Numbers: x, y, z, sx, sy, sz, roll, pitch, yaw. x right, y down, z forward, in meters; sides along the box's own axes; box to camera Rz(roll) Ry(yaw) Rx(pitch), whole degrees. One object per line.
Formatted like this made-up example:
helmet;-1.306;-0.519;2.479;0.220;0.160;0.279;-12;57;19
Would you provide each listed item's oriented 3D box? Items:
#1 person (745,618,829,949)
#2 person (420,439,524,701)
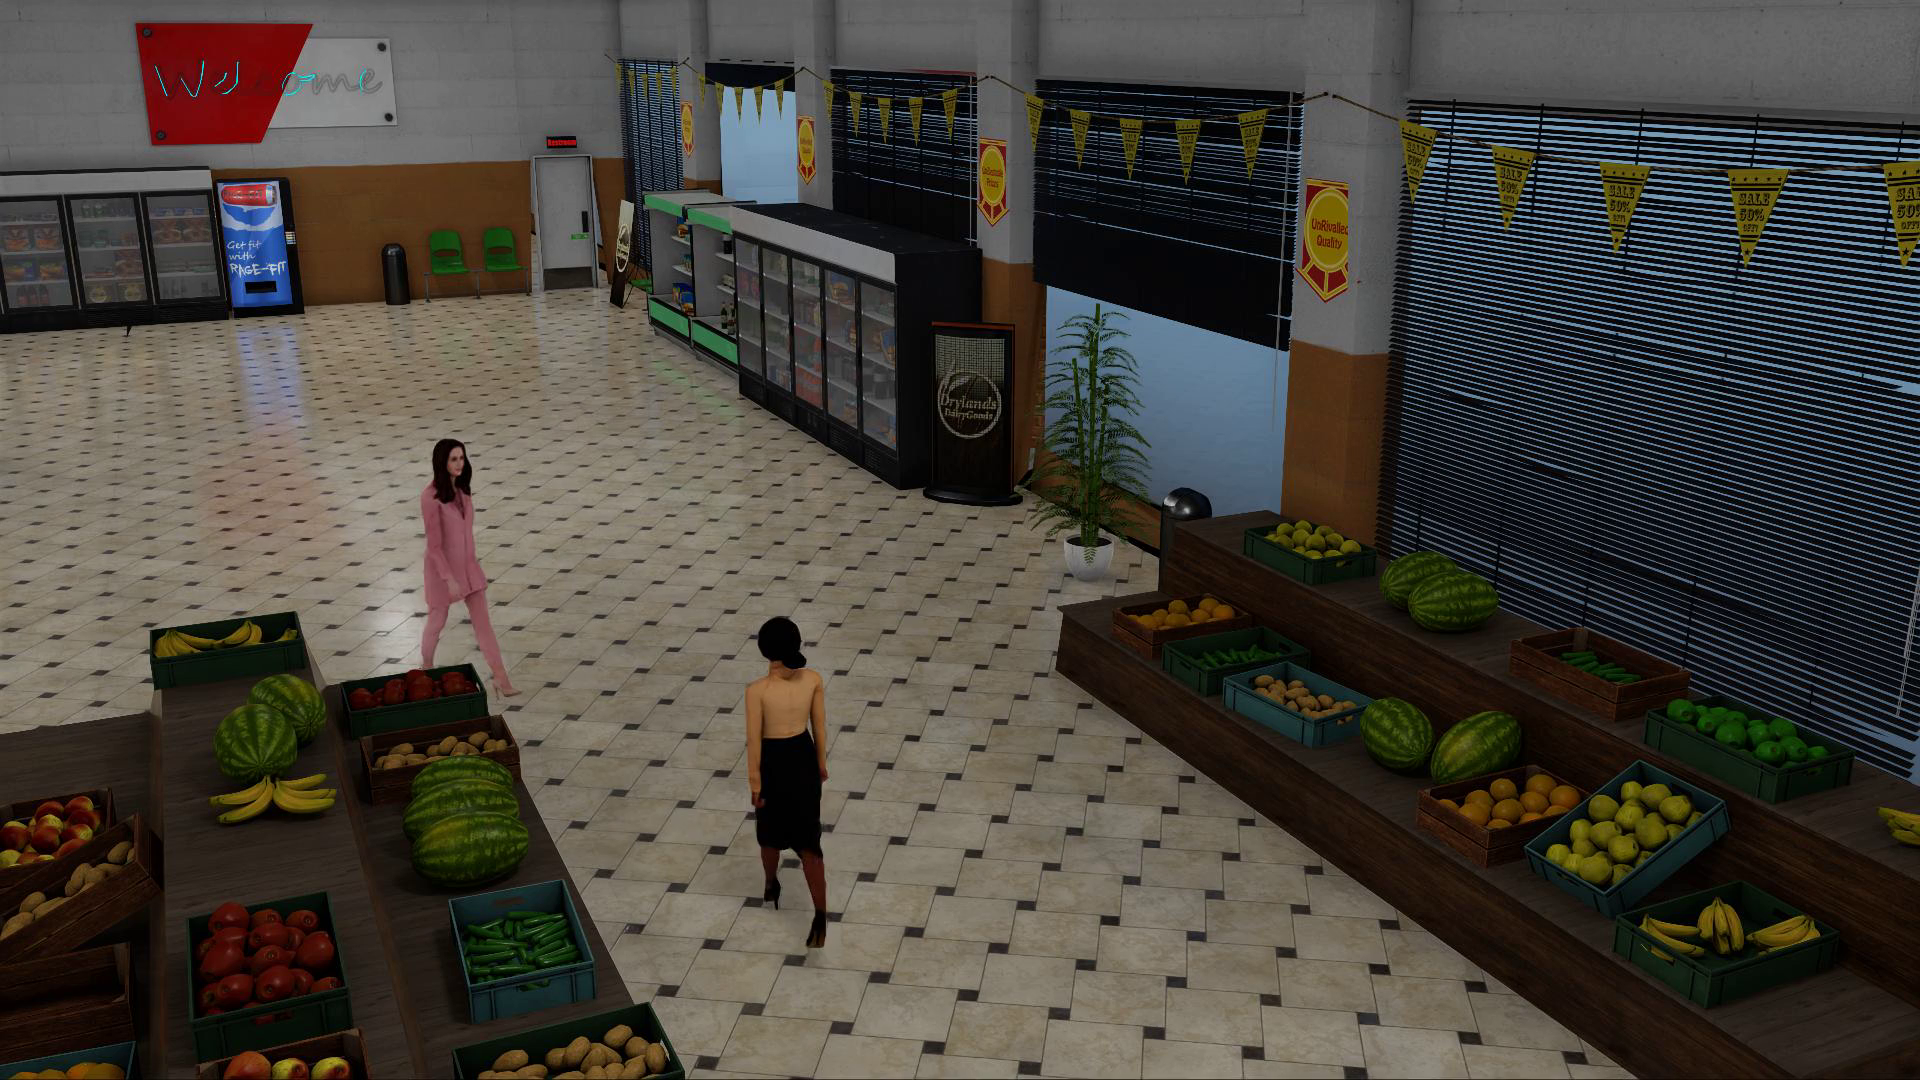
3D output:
person;-0.791;1.188;7.971;0.616;1.617;1.028;-7;18;-21
person;-3.405;0.222;10.913;1.187;1.755;1.025;10;20;30
